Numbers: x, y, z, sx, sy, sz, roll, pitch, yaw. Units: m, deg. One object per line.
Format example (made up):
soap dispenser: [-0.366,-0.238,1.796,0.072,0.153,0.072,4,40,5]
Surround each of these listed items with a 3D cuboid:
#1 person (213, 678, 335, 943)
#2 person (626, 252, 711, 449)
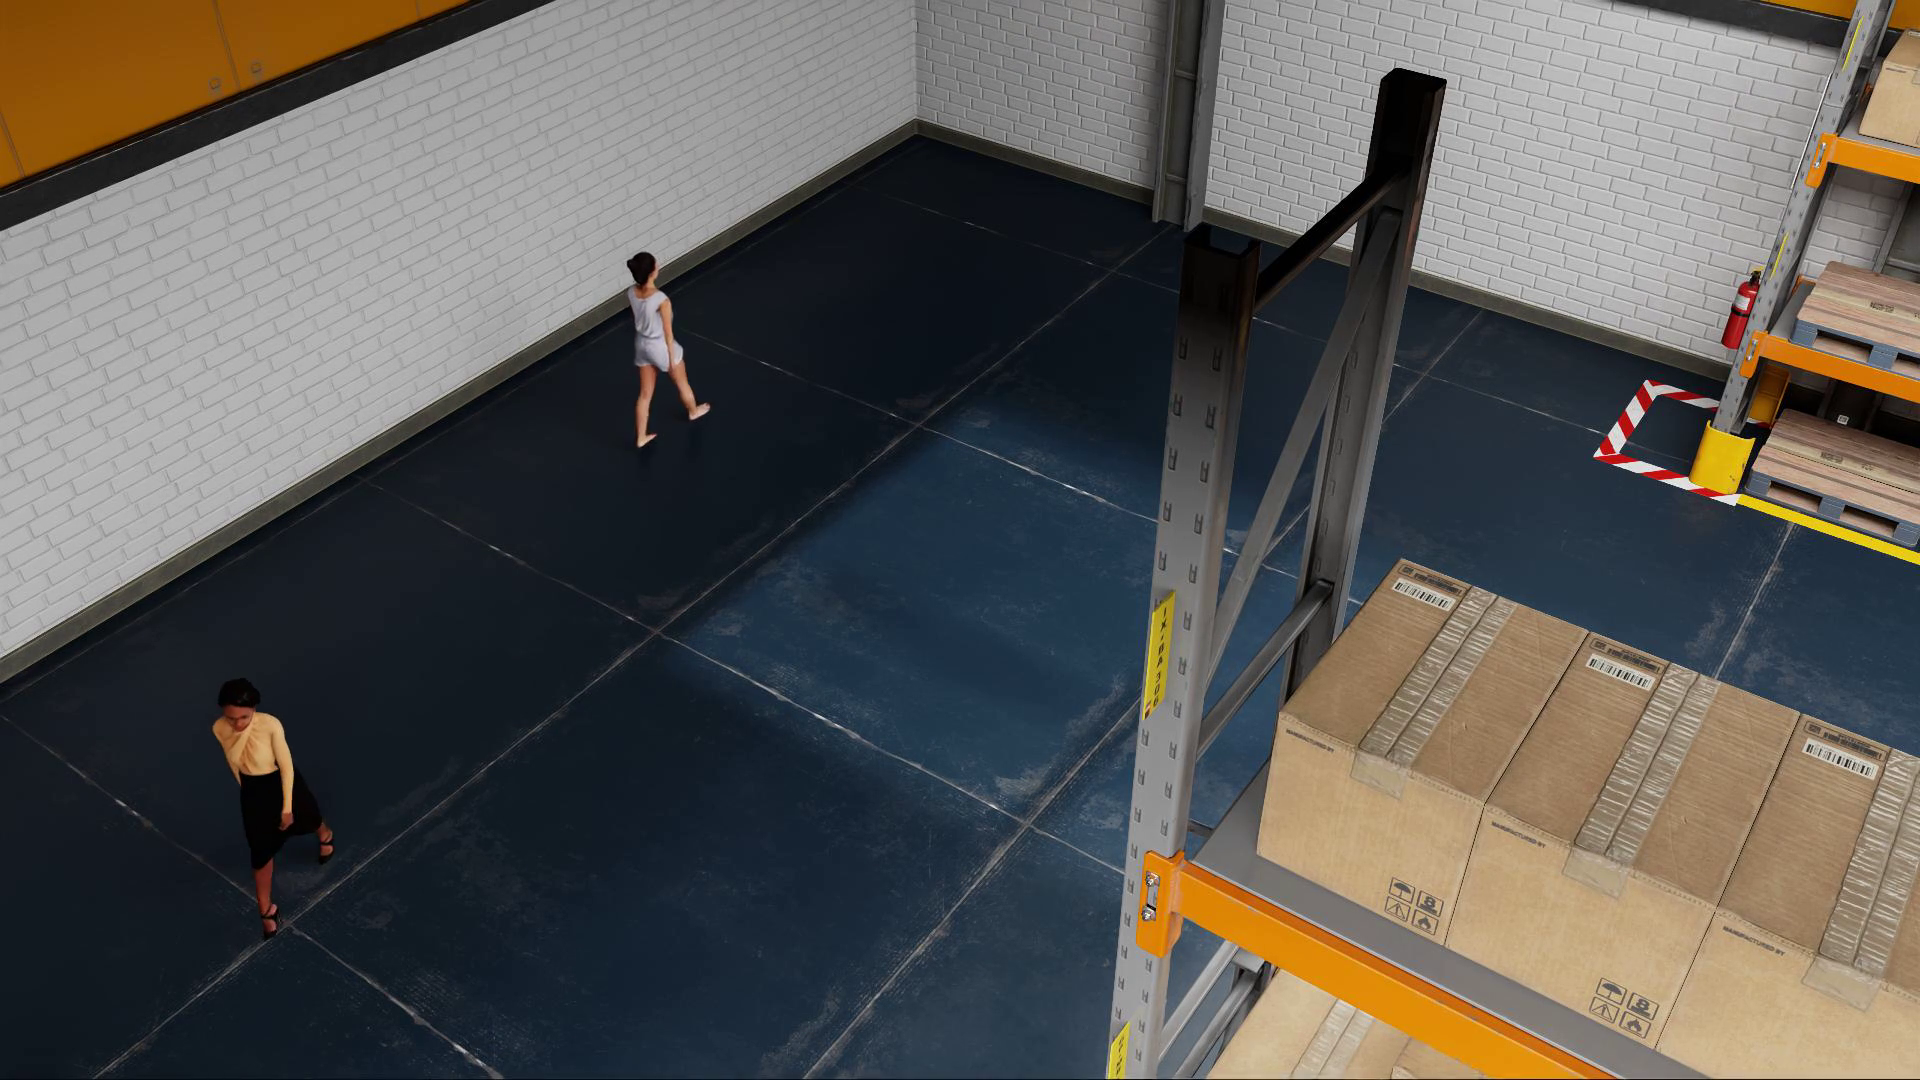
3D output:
person: [-3.698,1.326,9.086,1.021,1.607,0.983,1,39,2]
person: [-2.342,-1.399,12.522,0.943,1.578,0.701,19,42,22]
